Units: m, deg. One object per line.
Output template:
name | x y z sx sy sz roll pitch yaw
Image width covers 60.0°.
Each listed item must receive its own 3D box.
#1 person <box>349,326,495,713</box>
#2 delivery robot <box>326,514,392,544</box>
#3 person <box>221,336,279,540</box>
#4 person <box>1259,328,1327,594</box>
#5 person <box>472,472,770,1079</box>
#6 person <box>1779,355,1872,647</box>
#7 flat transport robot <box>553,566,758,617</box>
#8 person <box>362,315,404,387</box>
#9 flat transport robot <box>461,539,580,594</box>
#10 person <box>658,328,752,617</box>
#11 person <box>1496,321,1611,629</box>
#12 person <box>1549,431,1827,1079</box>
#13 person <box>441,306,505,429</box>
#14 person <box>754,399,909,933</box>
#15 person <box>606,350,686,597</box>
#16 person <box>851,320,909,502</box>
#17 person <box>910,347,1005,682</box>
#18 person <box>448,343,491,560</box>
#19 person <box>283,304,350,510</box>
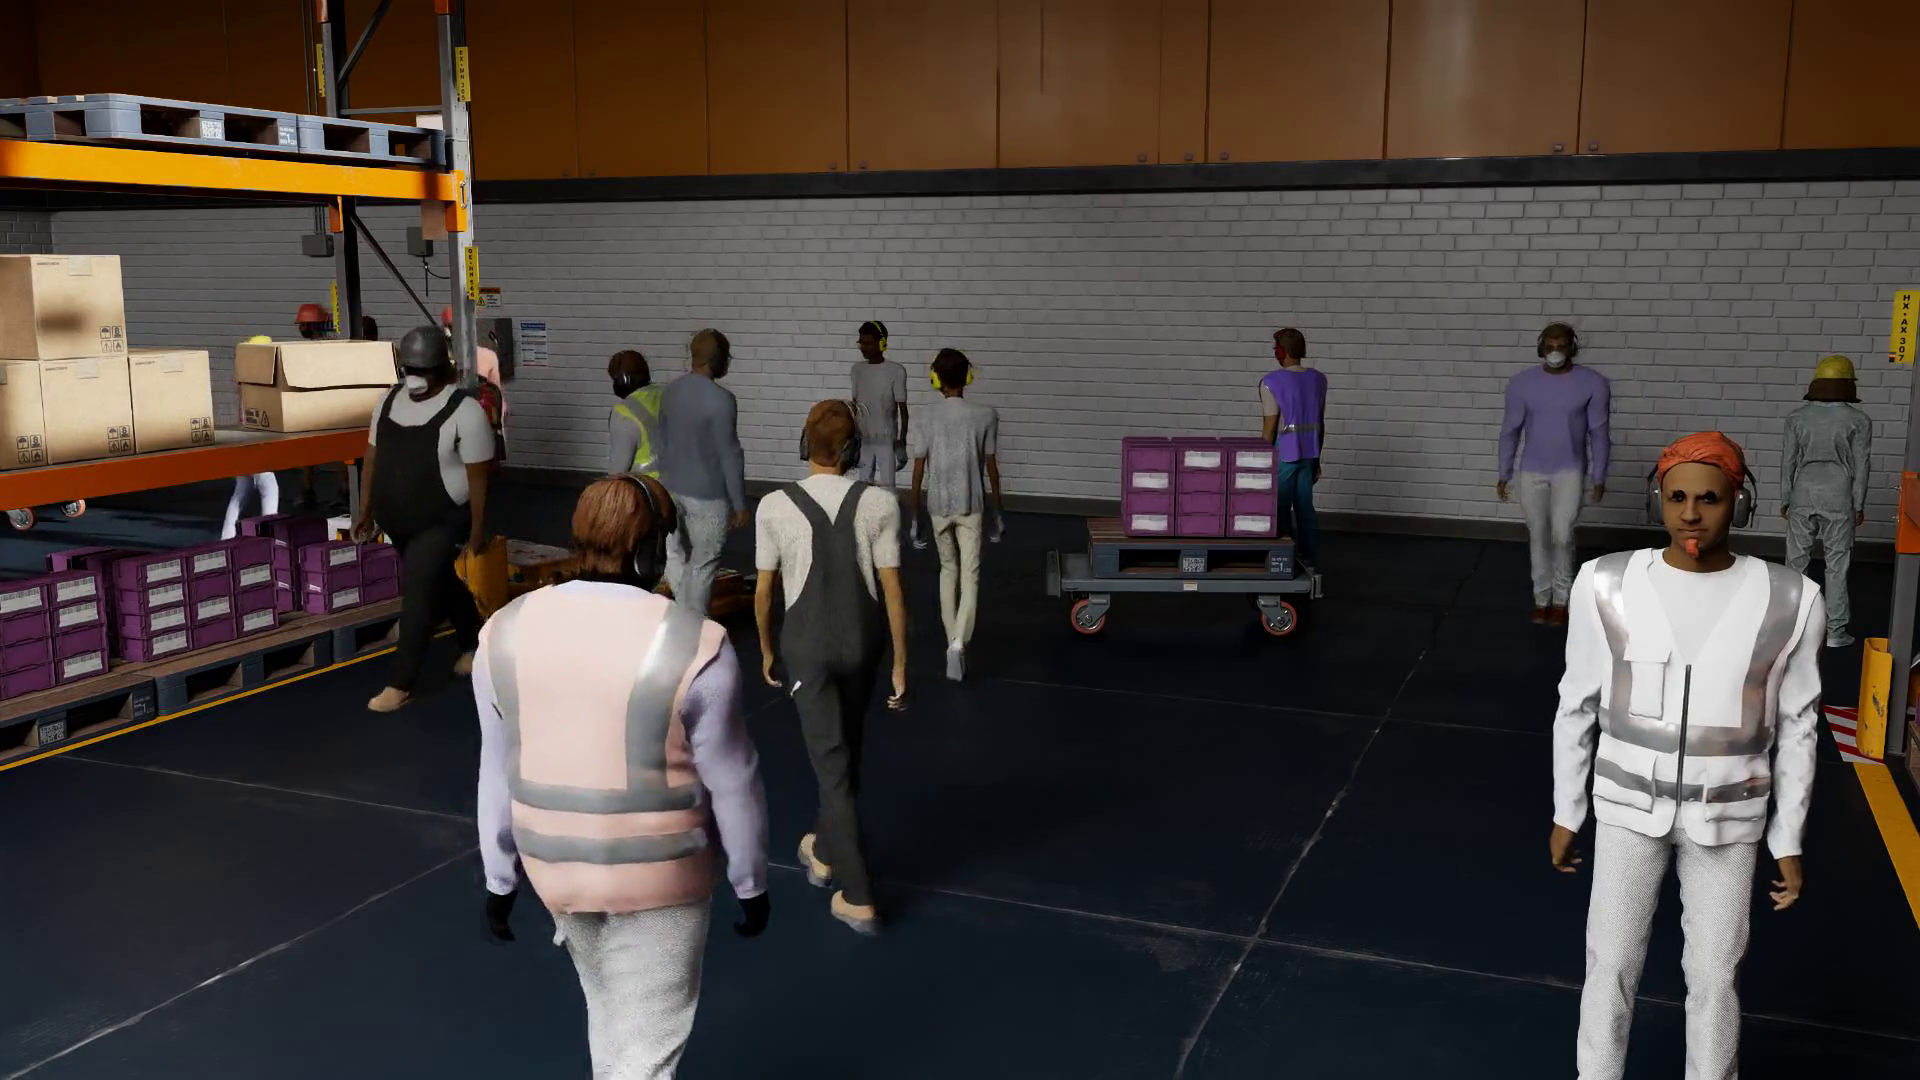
person | -2.768 -0.191 8.800 0.683 2.000 1.048 5 11 29
delivery robot | -4.281 -0.058 12.199 0.707 0.478 0.477 3 10 20
person | -5.513 -0.720 12.973 0.642 1.733 0.548 -3 10 -18
person | 2.299 -0.541 11.519 0.571 1.840 0.374 -6 11 -31
person | -0.718 0.739 3.852 0.649 1.811 0.754 3 10 19
person | 5.175 -0.234 9.969 0.486 1.740 0.313 8 13 42
flat transport robot | -2.023 0.306 11.140 1.431 0.197 0.652 6 11 33
person | -5.358 -1.121 15.100 0.628 1.829 0.446 -8 13 -42
flat transport robot | -3.222 0.174 11.939 1.431 0.197 0.652 8 12 39
person | -1.458 -0.248 9.514 0.423 1.919 0.638 -7 12 -36
person | 3.687 -0.399 10.407 0.651 1.920 0.566 6 11 32
person | 1.726 0.678 4.010 0.584 1.882 0.349 4 10 24
person | -4.066 -0.917 13.486 0.642 1.932 0.984 -8 12 -39
person | -0.464 0.410 5.860 0.486 1.800 0.795 -2 10 -14
person | -1.860 -0.234 9.857 0.935 1.774 0.666 3 10 19
person | -0.624 -0.710 12.487 0.521 1.865 0.336 5 11 30
person | -0.016 -0.152 9.238 0.524 1.826 0.900 1 9 5
person | -3.492 -0.491 11.480 0.525 1.759 0.357 -9 13 -44
person | -6.010 -1.215 15.375 0.750 1.912 0.579 0 9 0
